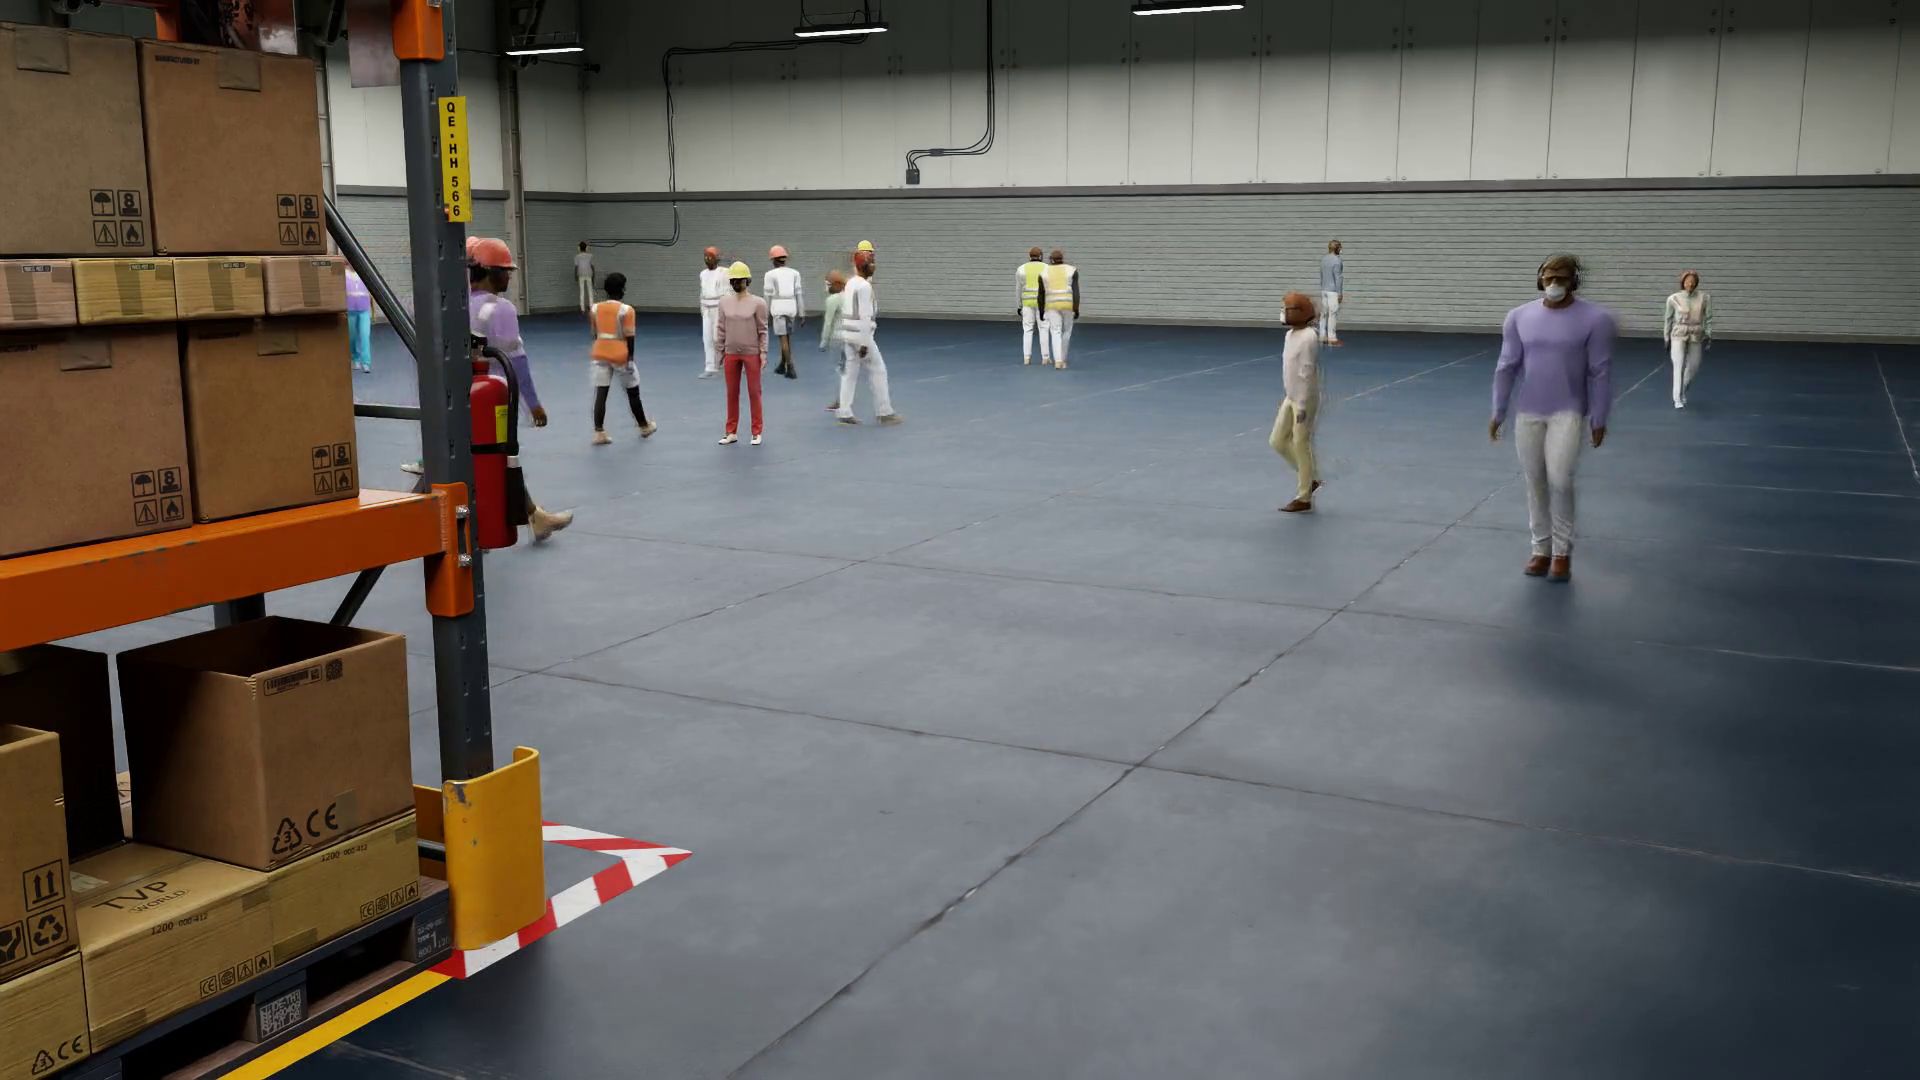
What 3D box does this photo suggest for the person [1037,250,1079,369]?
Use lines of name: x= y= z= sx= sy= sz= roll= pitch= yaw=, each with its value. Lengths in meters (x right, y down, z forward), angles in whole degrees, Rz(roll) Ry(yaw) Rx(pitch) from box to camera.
person: x=1.509 y=-3.529 z=25.482 sx=0.646 sy=1.786 sz=0.923 roll=1 pitch=10 yaw=6

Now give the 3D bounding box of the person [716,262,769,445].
person: x=-2.106 y=-1.796 z=16.084 sx=0.526 sy=1.769 sz=0.329 roll=3 pitch=11 yaw=14

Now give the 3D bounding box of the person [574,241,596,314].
person: x=-9.664 y=-6.758 z=42.872 sx=0.520 sy=1.869 sz=0.323 roll=-2 pitch=11 yaw=-12

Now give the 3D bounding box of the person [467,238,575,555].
person: x=-2.915 y=-0.908 z=10.613 sx=1.044 sy=1.988 sz=0.613 roll=-9 pitch=14 yaw=-41

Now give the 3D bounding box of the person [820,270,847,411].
person: x=-1.396 y=-2.302 z=19.257 sx=0.323 sy=1.623 sz=0.580 roll=6 pitch=12 yaw=29

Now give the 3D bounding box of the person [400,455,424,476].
person: x=-4.235 y=-1.351 z=13.835 sx=0.943 sy=1.701 sz=0.577 roll=0 pitch=10 yaw=-2

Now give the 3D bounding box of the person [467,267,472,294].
person: x=-8.388 y=-3.936 z=27.439 sx=0.664 sy=1.884 sz=0.712 roll=-1 pitch=10 yaw=-6

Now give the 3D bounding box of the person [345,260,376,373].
person: x=-8.977 y=-3.398 z=24.730 sx=0.576 sy=1.811 sz=0.902 roll=-5 pitch=11 yaw=-24

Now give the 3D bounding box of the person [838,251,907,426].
person: x=-0.941 y=-2.138 z=17.722 sx=0.836 sy=1.856 sz=0.581 roll=-5 pitch=12 yaw=-27

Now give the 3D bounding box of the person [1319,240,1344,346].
person: x=6.814 y=-4.519 z=30.465 sx=0.372 sy=1.940 sz=0.627 roll=-4 pitch=11 yaw=-20

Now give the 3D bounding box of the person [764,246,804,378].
person: x=-2.529 y=-3.274 z=23.868 sx=0.562 sy=1.878 sz=1.000 roll=-6 pitch=12 yaw=-30

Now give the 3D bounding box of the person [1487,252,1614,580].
person: x=3.446 y=-0.718 z=9.775 sx=0.644 sy=1.917 sz=0.583 roll=8 pitch=13 yaw=38

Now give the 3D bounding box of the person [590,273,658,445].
person: x=-3.329 y=-1.777 z=16.285 sx=0.538 sy=1.656 sz=0.848 roll=4 pitch=11 yaw=20

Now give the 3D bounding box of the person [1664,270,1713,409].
person: x=8.586 y=-2.380 z=19.673 sx=0.521 sy=1.616 sz=0.667 roll=2 pitch=11 yaw=9

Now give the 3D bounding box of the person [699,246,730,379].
person: x=-3.436 y=-3.223 z=23.591 sx=0.592 sy=1.870 sz=0.574 roll=8 pitch=13 yaw=36

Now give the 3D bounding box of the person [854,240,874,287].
person: x=-1.704 y=-4.361 z=29.632 sx=0.366 sy=1.927 sz=0.585 roll=-2 pitch=11 yaw=-9

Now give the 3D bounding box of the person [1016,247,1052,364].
person: x=1.193 y=-3.681 z=26.183 sx=0.624 sy=1.836 sz=0.430 roll=2 pitch=11 yaw=11

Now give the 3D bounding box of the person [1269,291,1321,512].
person: x=2.452 y=-0.998 z=12.118 sx=0.331 sy=1.618 sz=0.510 roll=-2 pitch=11 yaw=-10

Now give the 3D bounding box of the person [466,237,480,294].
person: x=-8.599 y=-4.381 z=29.562 sx=0.608 sy=1.995 sz=0.377 roll=8 pitch=13 yaw=38
